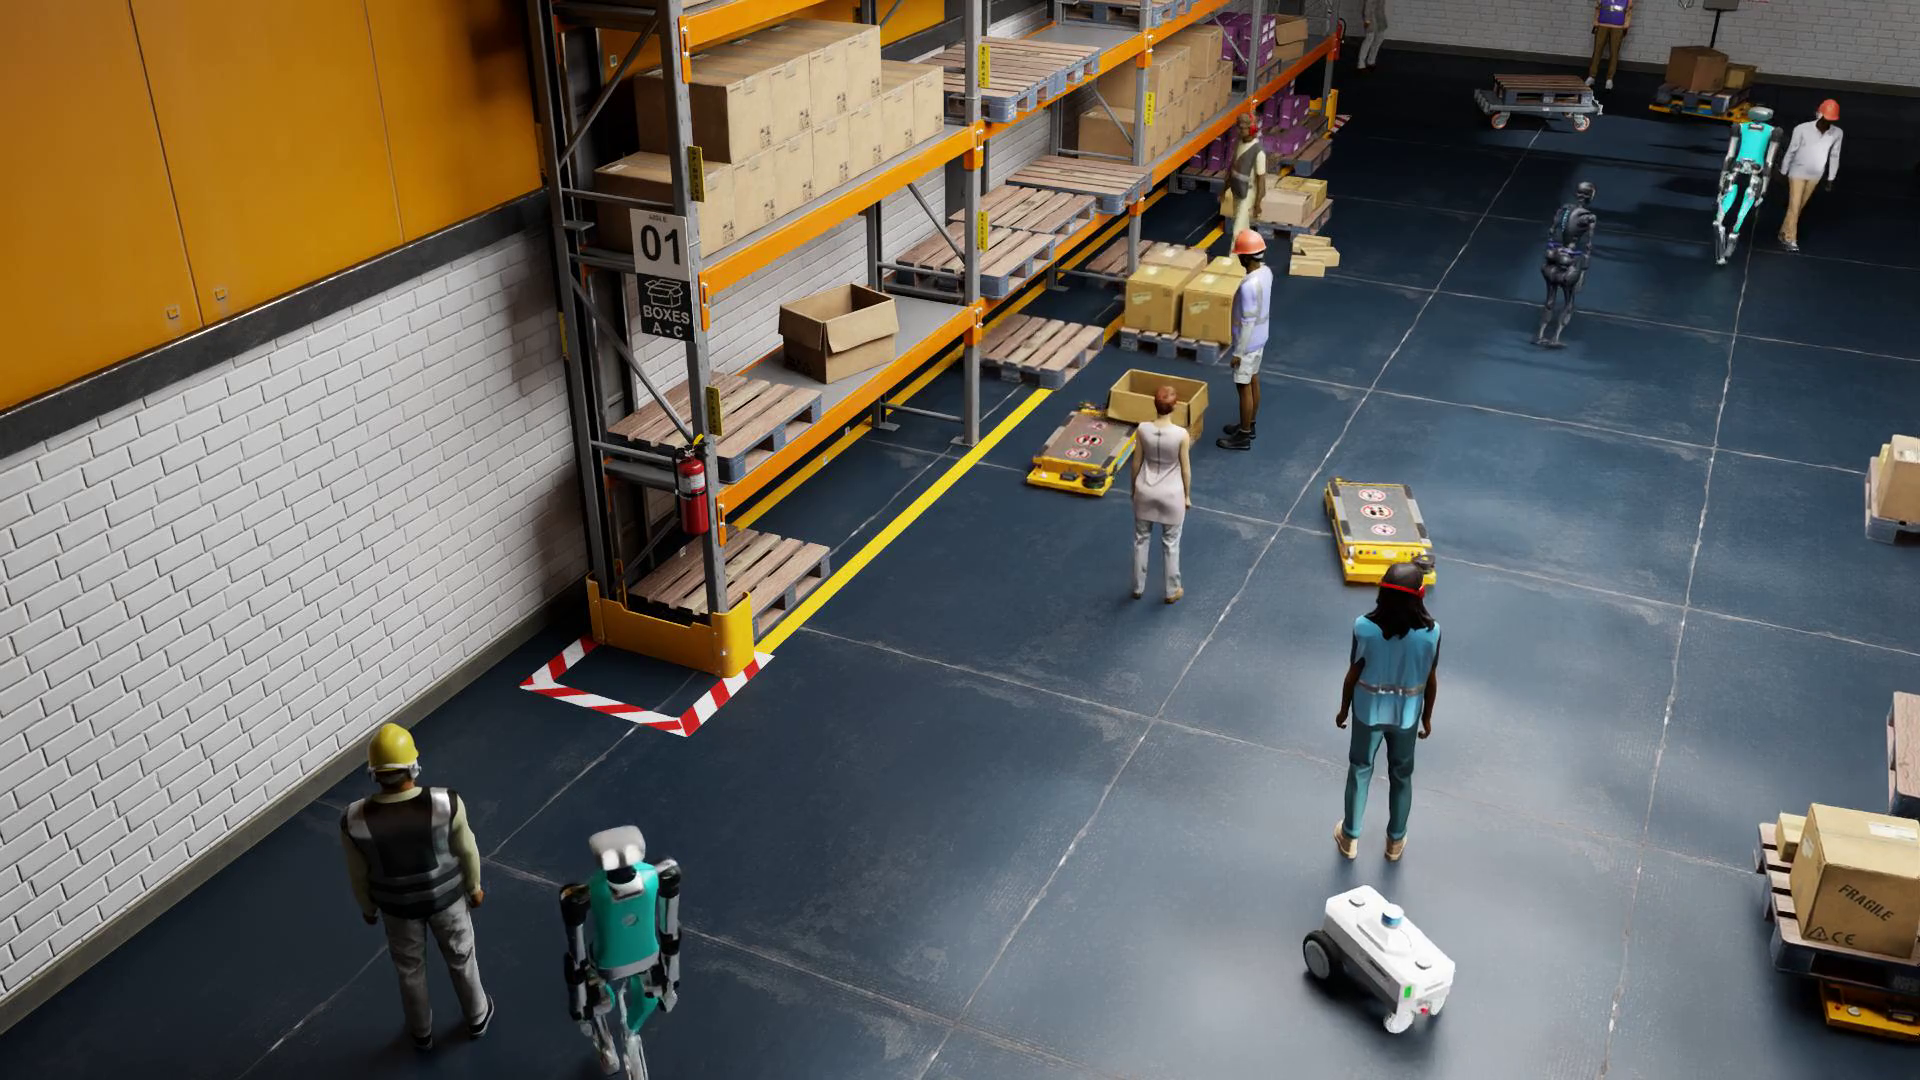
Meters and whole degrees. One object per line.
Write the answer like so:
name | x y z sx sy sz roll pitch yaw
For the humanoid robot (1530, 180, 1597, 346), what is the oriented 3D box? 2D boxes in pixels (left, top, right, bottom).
humanoid robot | 5.900 -2.697 16.261 0.432 1.638 0.617 -12 31 -21

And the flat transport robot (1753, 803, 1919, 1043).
flat transport robot | 4.874 2.098 8.837 0.659 0.231 1.431 8 29 15

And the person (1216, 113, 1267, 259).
person | 2.993 -3.693 17.945 0.610 1.830 0.583 -8 29 -14

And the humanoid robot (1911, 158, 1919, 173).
humanoid robot | 12.704 -5.569 21.572 0.340 1.652 0.601 7 29 13

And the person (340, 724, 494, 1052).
person | -2.590 1.679 7.980 0.588 1.822 0.403 -8 29 -14

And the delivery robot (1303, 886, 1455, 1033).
delivery robot | 2.170 2.113 8.525 0.524 0.610 0.781 -13 31 -23

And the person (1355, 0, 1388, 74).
person | 6.665 -8.437 26.754 0.365 1.811 0.540 23 36 36

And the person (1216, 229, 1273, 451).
person | 2.417 -1.693 14.121 0.370 1.929 0.542 12 31 21

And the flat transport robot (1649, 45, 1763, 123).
flat transport robot | 11.029 -6.399 24.593 1.431 0.231 0.659 22 35 35

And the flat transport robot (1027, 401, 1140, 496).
flat transport robot | 1.116 -0.786 14.185 0.659 0.231 1.431 11 30 19

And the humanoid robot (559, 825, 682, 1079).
humanoid robot | -1.592 1.942 7.635 0.554 1.762 1.044 -14 32 -25

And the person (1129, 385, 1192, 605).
person | 1.428 -0.314 11.843 0.458 1.657 0.270 11 30 20

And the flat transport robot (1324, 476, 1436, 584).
flat transport robot | 3.238 -0.086 12.888 0.659 0.231 1.431 2 28 4

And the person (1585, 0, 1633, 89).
person | 10.120 -8.014 25.840 0.545 1.928 0.422 16 32 27

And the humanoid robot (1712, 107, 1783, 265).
humanoid robot | 8.546 -3.822 18.278 0.553 1.725 0.976 19 34 31

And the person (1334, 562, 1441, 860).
person | 2.363 0.974 9.240 0.520 1.865 0.390 5 29 8

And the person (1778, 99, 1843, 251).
person | 9.653 -4.128 18.859 0.570 1.704 0.852 1 28 2
